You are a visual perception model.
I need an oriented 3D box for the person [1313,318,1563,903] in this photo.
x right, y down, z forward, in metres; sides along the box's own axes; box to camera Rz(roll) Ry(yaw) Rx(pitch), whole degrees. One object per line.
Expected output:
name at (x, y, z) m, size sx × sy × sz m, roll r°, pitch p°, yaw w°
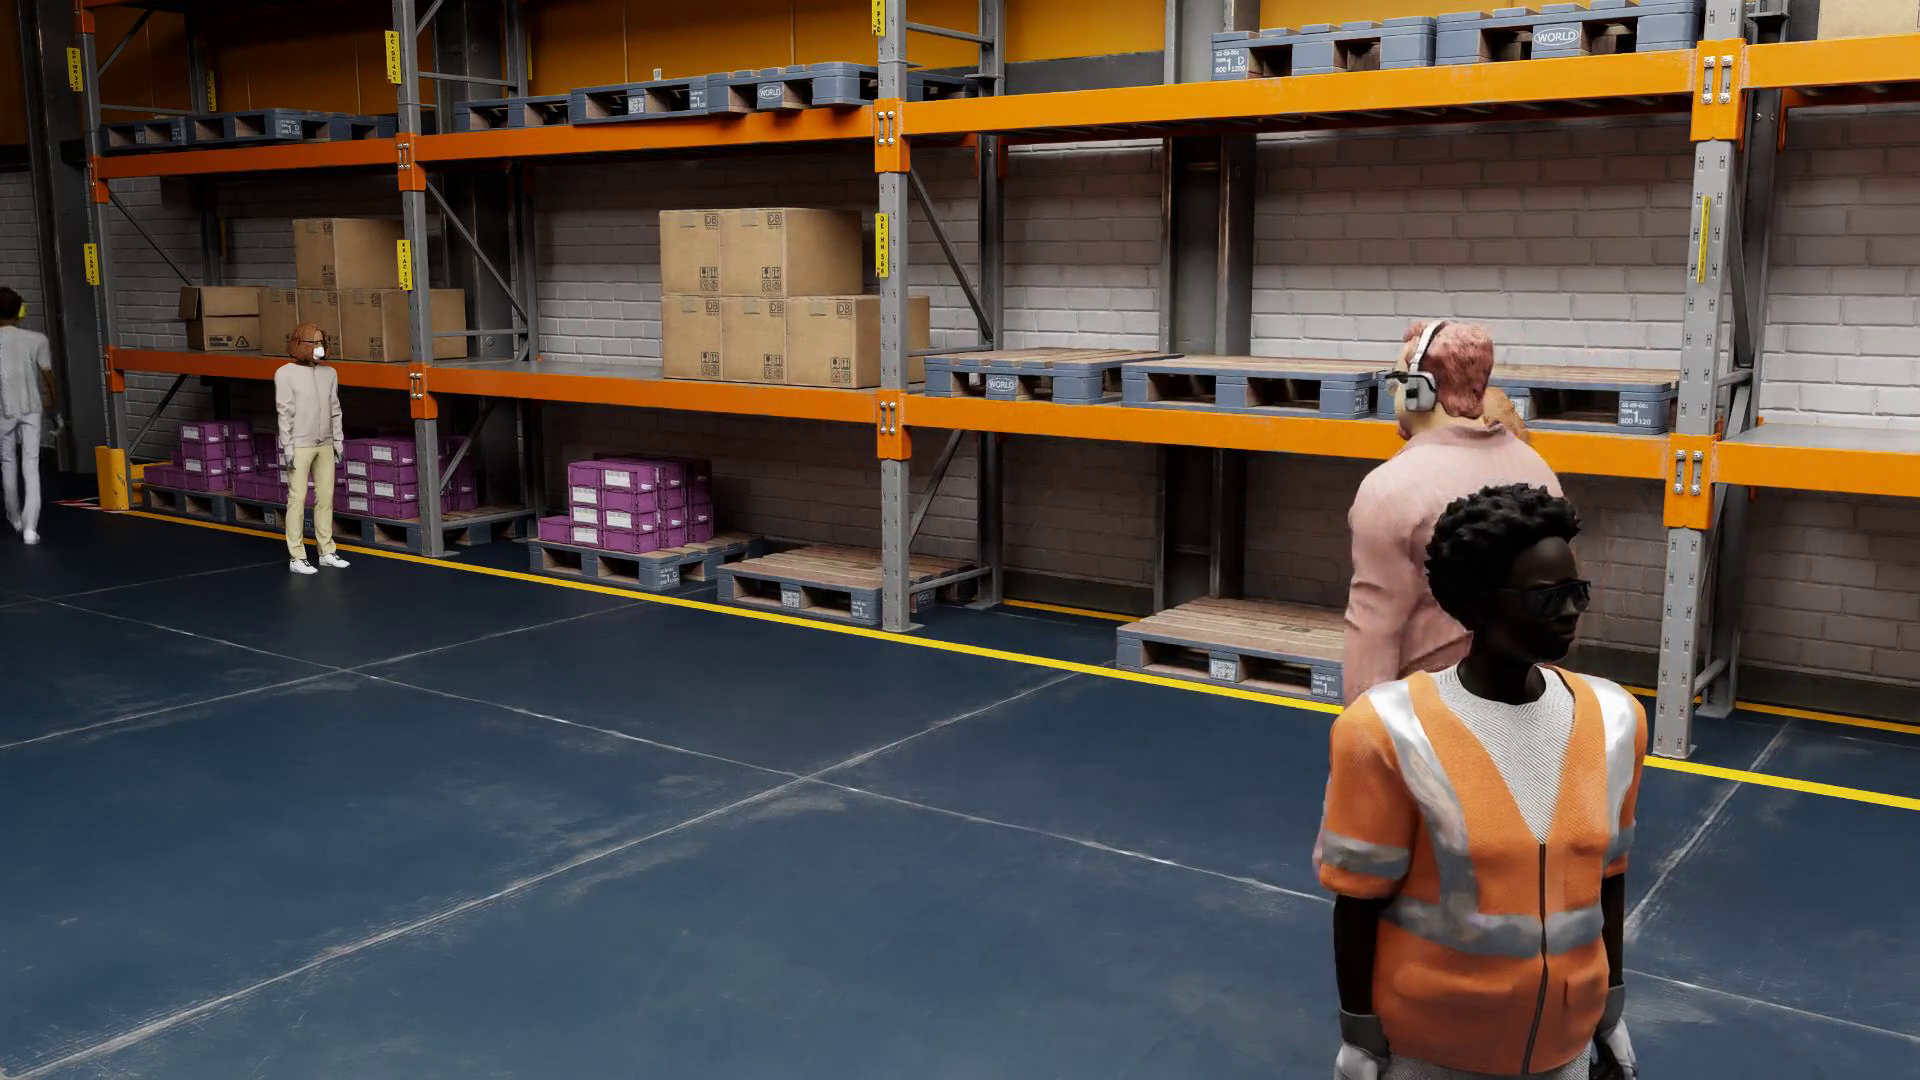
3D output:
person at (1.126, 0.424, 3.950) m, size 0.654 × 1.891 × 0.456 m, roll -6°, pitch 11°, yaw -30°

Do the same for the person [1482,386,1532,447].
person at (1.649, 0.327, 5.305) m, size 0.280 × 1.631 × 0.507 m, roll 1°, pitch 10°, yaw 9°

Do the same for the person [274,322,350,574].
person at (-4.224, -0.598, 10.841) m, size 0.277 × 1.629 × 0.496 m, roll 5°, pitch 11°, yaw 28°

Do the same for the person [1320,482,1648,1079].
person at (0.804, 0.752, 2.572) m, size 0.536 × 1.700 × 0.318 m, roll -2°, pitch 10°, yaw -14°

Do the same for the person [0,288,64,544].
person at (-6.846, -0.912, 12.116) m, size 0.554 × 1.816 × 0.959 m, roll -5°, pitch 11°, yaw -27°
